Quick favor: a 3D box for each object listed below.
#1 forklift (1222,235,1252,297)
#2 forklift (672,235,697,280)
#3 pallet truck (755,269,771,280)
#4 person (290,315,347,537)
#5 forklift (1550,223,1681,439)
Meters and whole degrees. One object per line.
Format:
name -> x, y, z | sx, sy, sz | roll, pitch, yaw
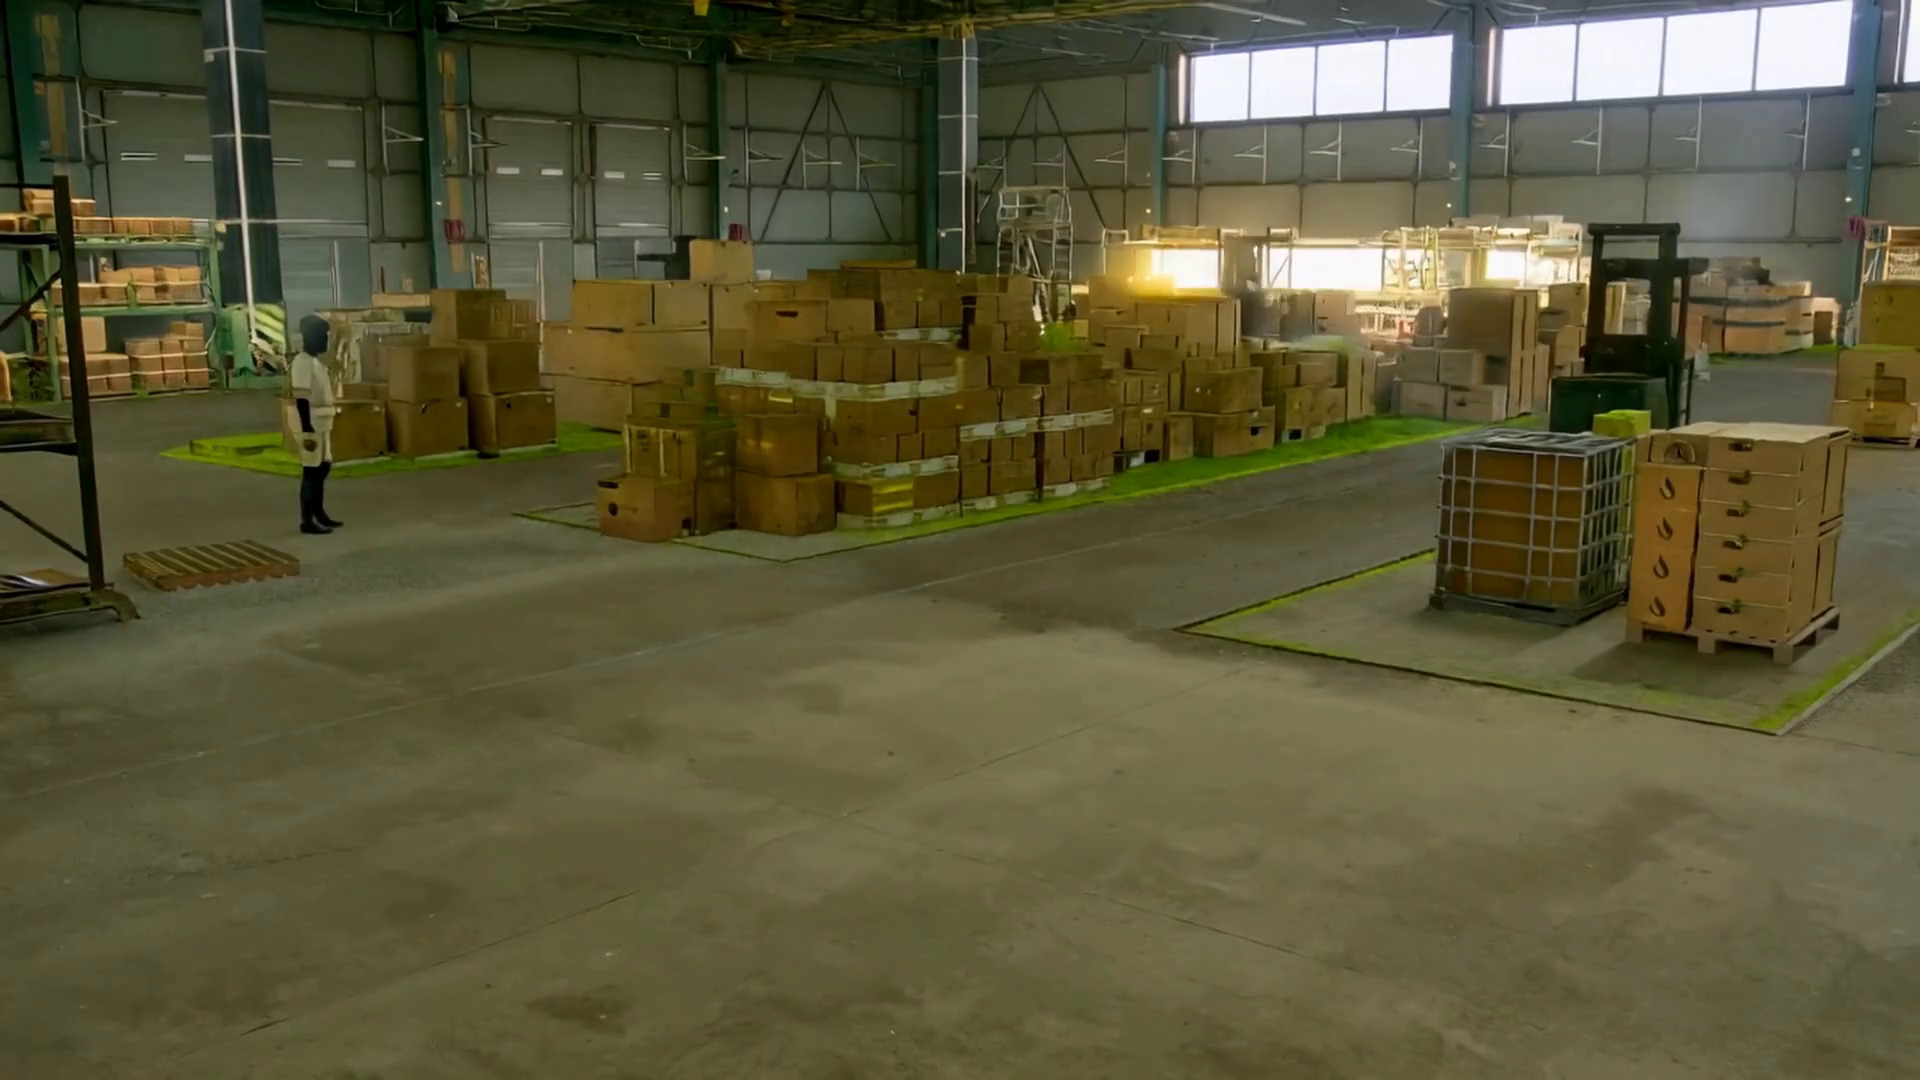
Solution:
forklift -> 6.080, -5.330, 36.741 | 1.873, 2.768, 1.129 | 7, 12, 33
forklift -> -6.103, -5.366, 36.943 | 1.873, 2.768, 1.129 | 0, 10, 1
pallet truck -> -4.996, -6.432, 45.525 | 1.885, 1.965, 0.823 | -6, 12, -32
person -> -5.726, -1.008, 14.753 | 0.372, 1.960, 0.610 | -1, 10, -8
forklift -> 7.647, -2.232, 19.097 | 1.129, 2.768, 1.873 | 8, 13, 39
